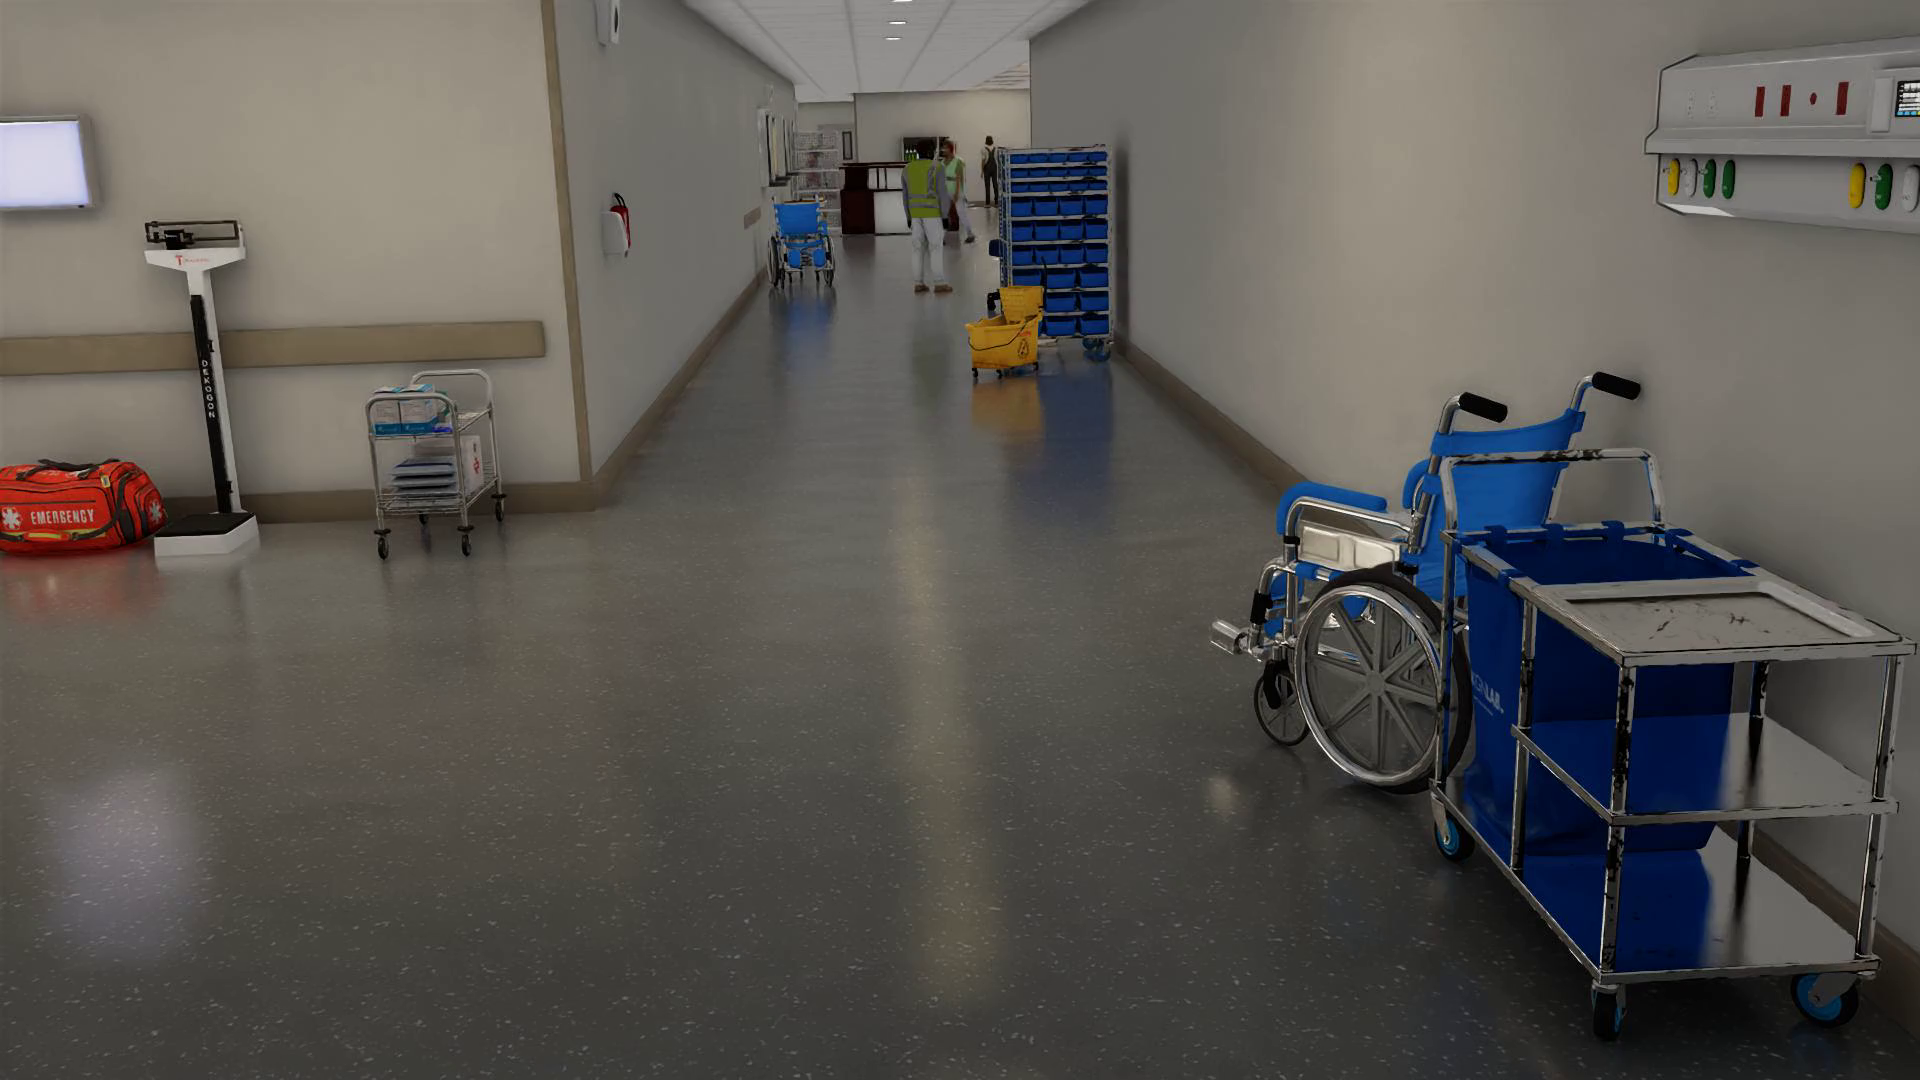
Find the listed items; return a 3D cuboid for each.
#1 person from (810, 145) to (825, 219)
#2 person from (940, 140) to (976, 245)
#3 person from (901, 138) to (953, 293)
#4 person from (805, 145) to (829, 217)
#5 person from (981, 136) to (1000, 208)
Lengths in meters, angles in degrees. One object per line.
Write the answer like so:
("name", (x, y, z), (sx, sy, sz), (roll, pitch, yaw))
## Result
("person", (-3.408, -8.475, 39.438), (0.400, 1.746, 0.546), (-3, 14, -7))
("person", (-0.107, -6.044, 28.958), (0.962, 1.802, 0.570), (-14, 19, -42))
("person", (-0.390, -3.924, 20.176), (0.624, 1.845, 0.430), (7, 16, 33))
("person", (-3.470, -8.705, 40.394), (0.563, 1.742, 0.361), (-2, 14, -2))
("person", (0.786, -9.487, 42.890), (0.517, 1.841, 0.324), (-5, 14, -15))
